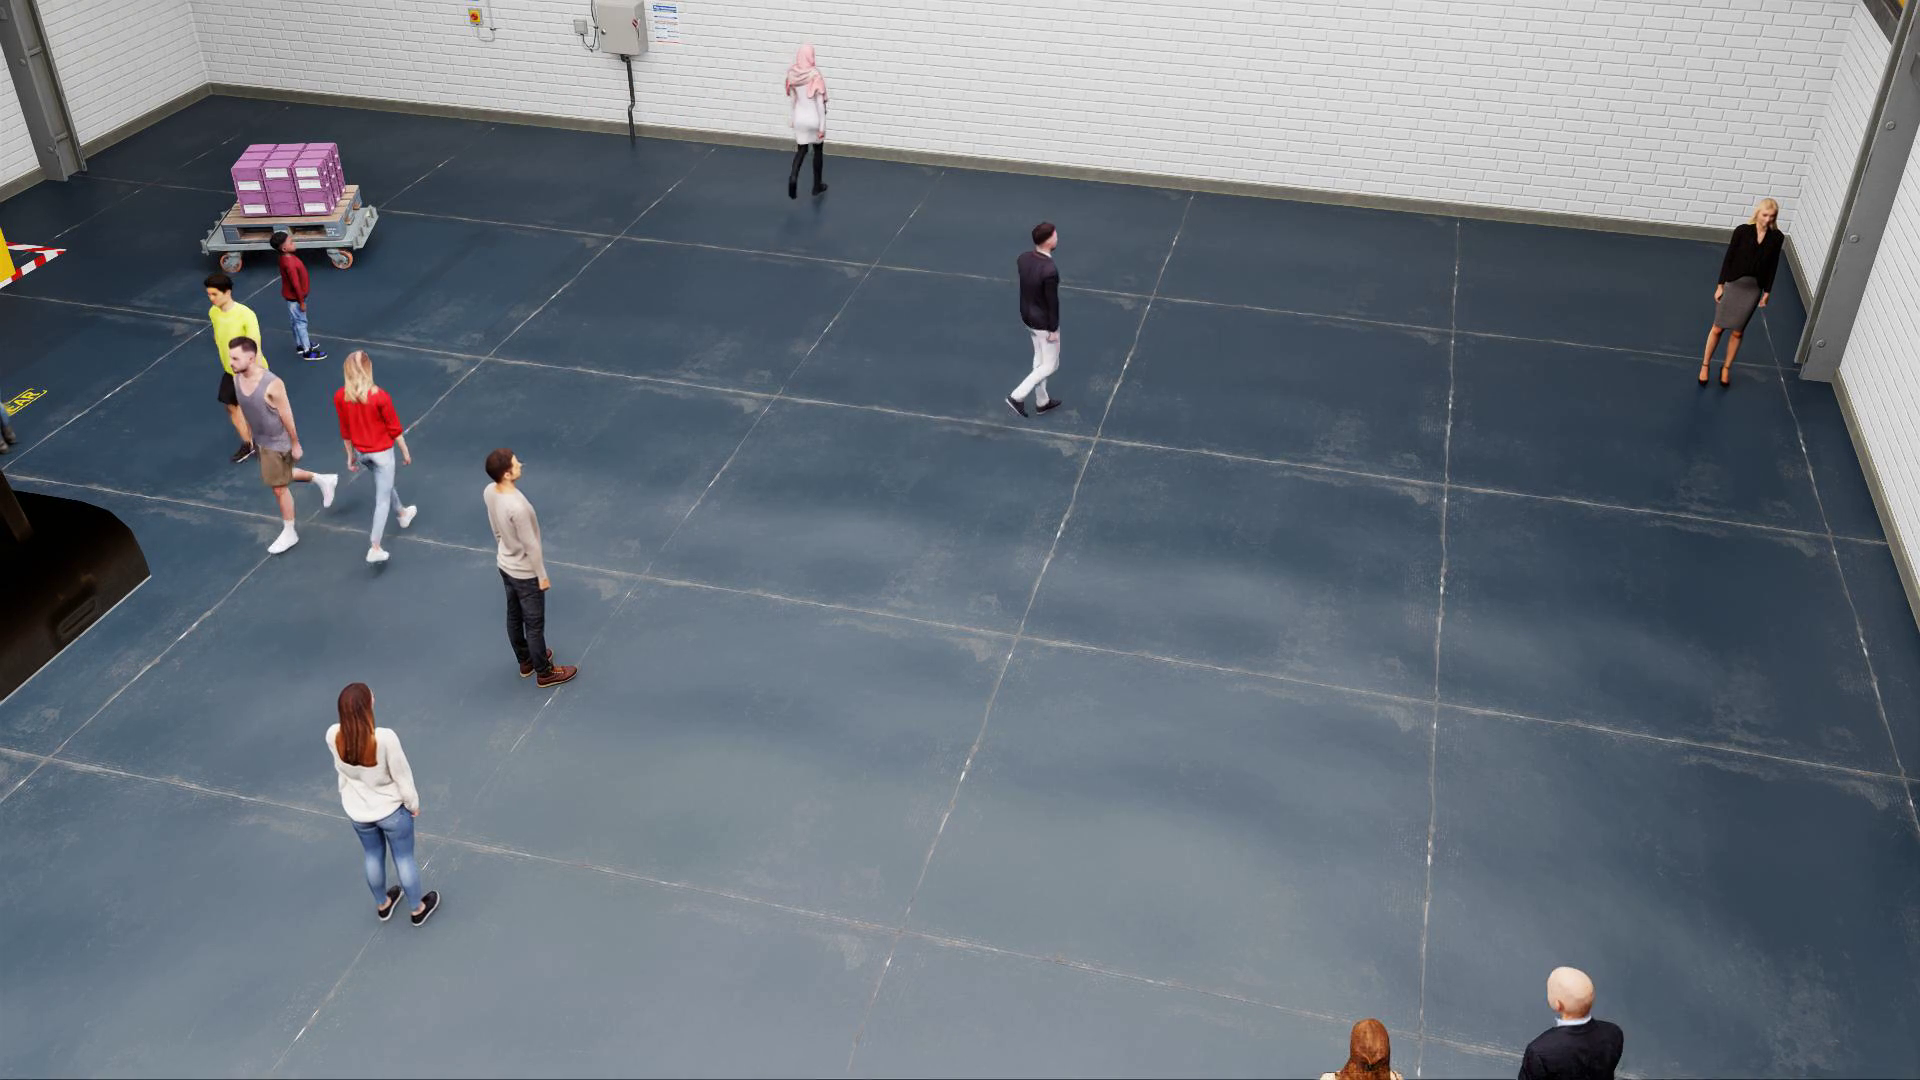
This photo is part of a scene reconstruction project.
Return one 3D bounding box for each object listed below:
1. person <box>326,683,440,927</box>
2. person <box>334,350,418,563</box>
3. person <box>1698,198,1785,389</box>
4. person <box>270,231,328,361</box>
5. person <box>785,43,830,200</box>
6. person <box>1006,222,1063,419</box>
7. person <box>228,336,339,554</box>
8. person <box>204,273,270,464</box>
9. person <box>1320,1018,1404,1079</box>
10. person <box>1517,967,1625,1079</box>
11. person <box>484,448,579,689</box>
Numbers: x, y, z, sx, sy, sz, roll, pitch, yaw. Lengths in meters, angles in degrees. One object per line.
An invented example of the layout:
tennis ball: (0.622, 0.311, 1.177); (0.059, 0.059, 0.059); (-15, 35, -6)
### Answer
person: (-3.320, 1.519, 9.502); (0.633, 1.692, 0.586); (4, 34, 7)
person: (-4.495, -0.604, 12.720); (0.732, 1.664, 1.148); (5, 34, 7)
person: (7.035, -2.225, 14.998); (0.593, 1.841, 0.525); (9, 35, 13)
person: (-6.267, -2.313, 15.661); (0.639, 1.255, 0.583); (-19, 38, -26)
person: (-1.750, -4.671, 18.728); (0.691, 1.786, 1.014); (13, 36, 18)
person: (0.624, -1.877, 14.485); (1.041, 1.829, 0.965); (-21, 39, -28)
person: (-5.249, -0.814, 12.895); (0.809, 1.824, 1.127); (18, 38, 25)
person: (-5.992, -1.507, 14.049); (0.639, 1.696, 0.697); (9, 35, 13)
person: (1.790, 2.854, 7.562); (0.676, 1.614, 0.730); (-5, 34, -7)
person: (2.740, 2.742, 7.593); (0.986, 1.767, 1.088); (-7, 34, -10)
person: (-3.001, 0.187, 11.346); (0.745, 1.868, 0.740); (-29, 43, -36)
